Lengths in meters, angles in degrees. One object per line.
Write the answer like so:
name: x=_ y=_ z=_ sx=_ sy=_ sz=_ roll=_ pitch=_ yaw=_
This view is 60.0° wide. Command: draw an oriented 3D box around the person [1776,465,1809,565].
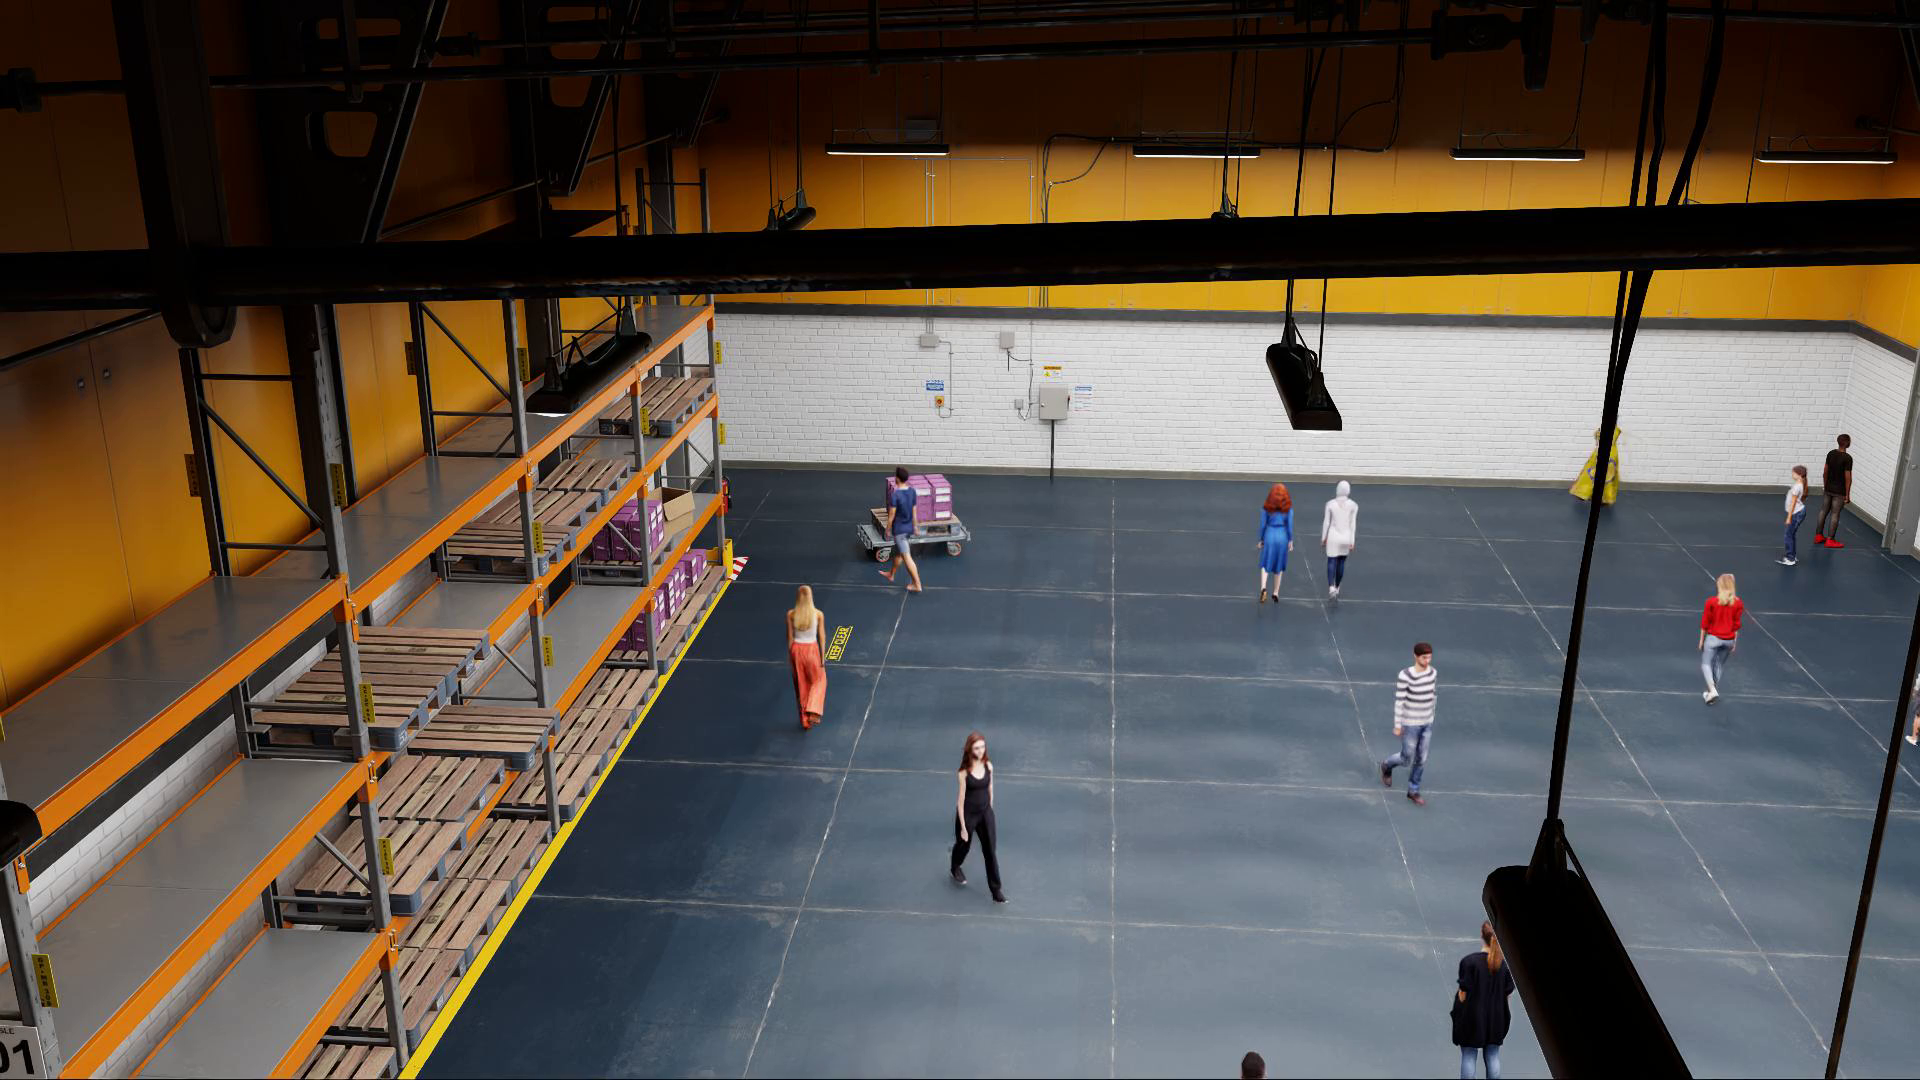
person: x=12.749 y=-0.403 z=25.367 sx=0.639 sy=1.552 sz=0.756 roll=-17 pitch=25 yaw=-41

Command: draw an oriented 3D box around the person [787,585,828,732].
person: x=-1.840 y=1.423 z=19.568 sx=0.617 sy=1.792 sz=0.704 roll=1 pitch=19 yaw=4

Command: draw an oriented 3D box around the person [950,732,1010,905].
person: x=0.082 y=2.645 z=16.095 sx=1.036 sy=1.692 sz=1.218 roll=-10 pitch=21 yaw=-28

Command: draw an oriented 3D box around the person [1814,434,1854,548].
person: x=13.751 y=-0.792 z=26.125 sx=0.779 sy=1.805 sz=0.620 roll=-6 pitch=20 yaw=-18

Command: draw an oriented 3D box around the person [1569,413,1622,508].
person: x=10.916 y=-1.354 z=28.053 sx=1.002 sy=1.639 sz=1.106 roll=-5 pitch=19 yaw=-15

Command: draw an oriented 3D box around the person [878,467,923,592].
person: x=-0.773 y=-0.112 z=24.116 sx=1.129 sy=1.799 sz=1.156 roll=16 pitch=24 yaw=39

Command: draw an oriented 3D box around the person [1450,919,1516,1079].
person: x=4.072 y=3.706 z=12.959 sx=0.650 sy=1.683 sz=0.585 roll=0 pitch=19 yaw=-1

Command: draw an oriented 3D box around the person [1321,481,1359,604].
person: x=5.403 y=0.042 z=23.727 sx=0.702 sy=1.755 sz=1.076 roll=4 pitch=19 yaw=11

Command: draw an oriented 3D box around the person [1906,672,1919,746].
person: x=11.293 y=1.784 z=19.308 sx=0.530 sy=1.274 sz=0.520 roll=3 pitch=19 yaw=8

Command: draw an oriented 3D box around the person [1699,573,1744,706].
person: x=9.250 y=1.259 z=20.216 sx=0.633 sy=1.689 sz=0.819 roll=2 pitch=19 yaw=7

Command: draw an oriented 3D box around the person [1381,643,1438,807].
person: x=4.874 y=1.937 z=17.973 sx=0.871 sy=1.835 sz=1.000 roll=-7 pitch=20 yaw=-20

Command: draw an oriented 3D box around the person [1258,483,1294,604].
person: x=4.435 y=0.101 z=23.450 sx=0.746 sy=1.819 sz=0.882 roll=6 pitch=20 yaw=18
